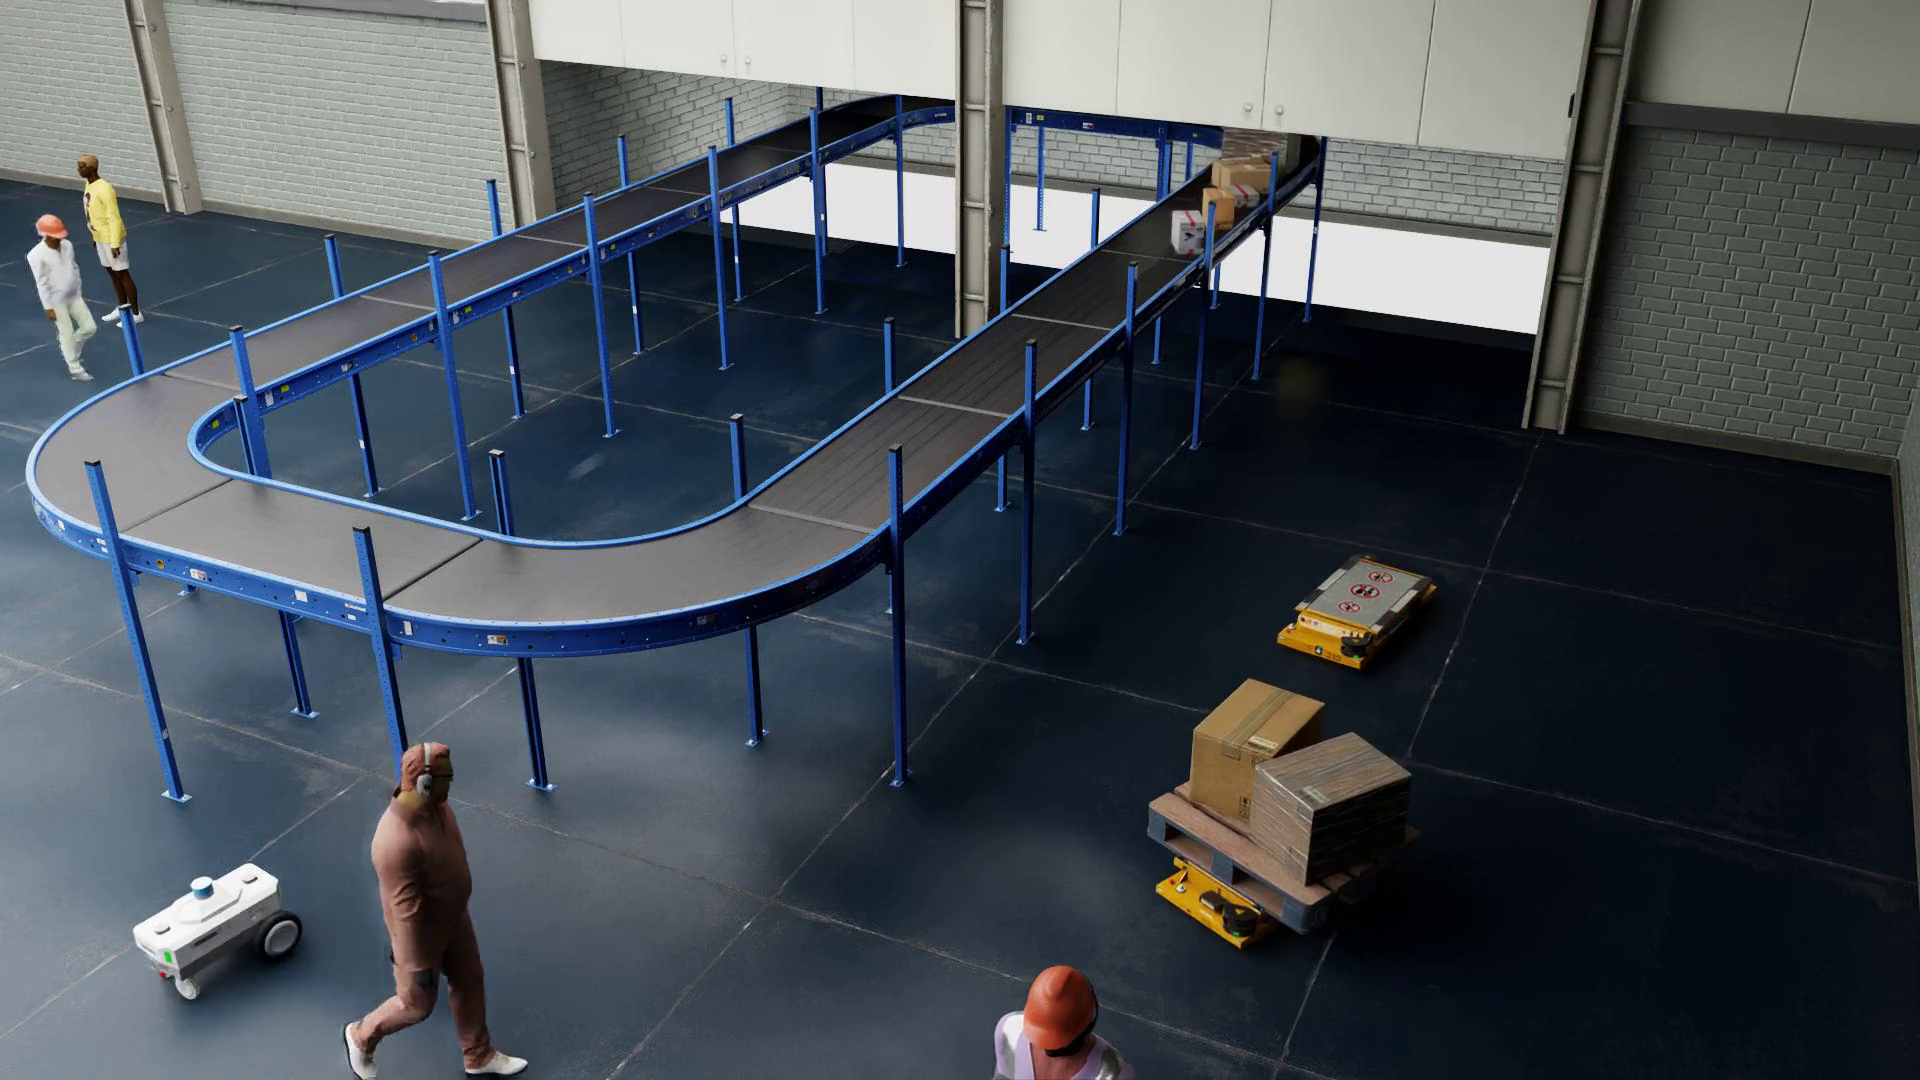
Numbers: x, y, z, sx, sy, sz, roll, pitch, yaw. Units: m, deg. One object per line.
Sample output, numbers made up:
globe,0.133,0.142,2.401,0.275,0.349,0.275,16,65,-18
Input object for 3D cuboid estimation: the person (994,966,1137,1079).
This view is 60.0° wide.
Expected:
person,0.371,2.475,6.512,0.603,2.035,0.399,16,31,29

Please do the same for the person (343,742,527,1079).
person,-2.619,1.831,7.991,0.810,1.864,0.706,3,27,6

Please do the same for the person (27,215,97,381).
person,-9.023,-2.439,16.747,0.412,1.723,0.577,9,28,17

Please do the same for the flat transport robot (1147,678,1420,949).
flat transport robot,1.869,1.864,9.721,1.431,0.231,0.659,-20,33,-35

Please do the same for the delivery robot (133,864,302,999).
delivery robot,-4.012,2.076,8.983,0.514,0.606,0.777,17,31,31

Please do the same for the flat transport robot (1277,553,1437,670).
flat transport robot,2.993,0.513,12.442,0.659,0.231,1.431,18,32,32

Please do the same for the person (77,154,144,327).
person,-9.372,-3.301,18.296,0.544,1.900,0.375,23,34,38
